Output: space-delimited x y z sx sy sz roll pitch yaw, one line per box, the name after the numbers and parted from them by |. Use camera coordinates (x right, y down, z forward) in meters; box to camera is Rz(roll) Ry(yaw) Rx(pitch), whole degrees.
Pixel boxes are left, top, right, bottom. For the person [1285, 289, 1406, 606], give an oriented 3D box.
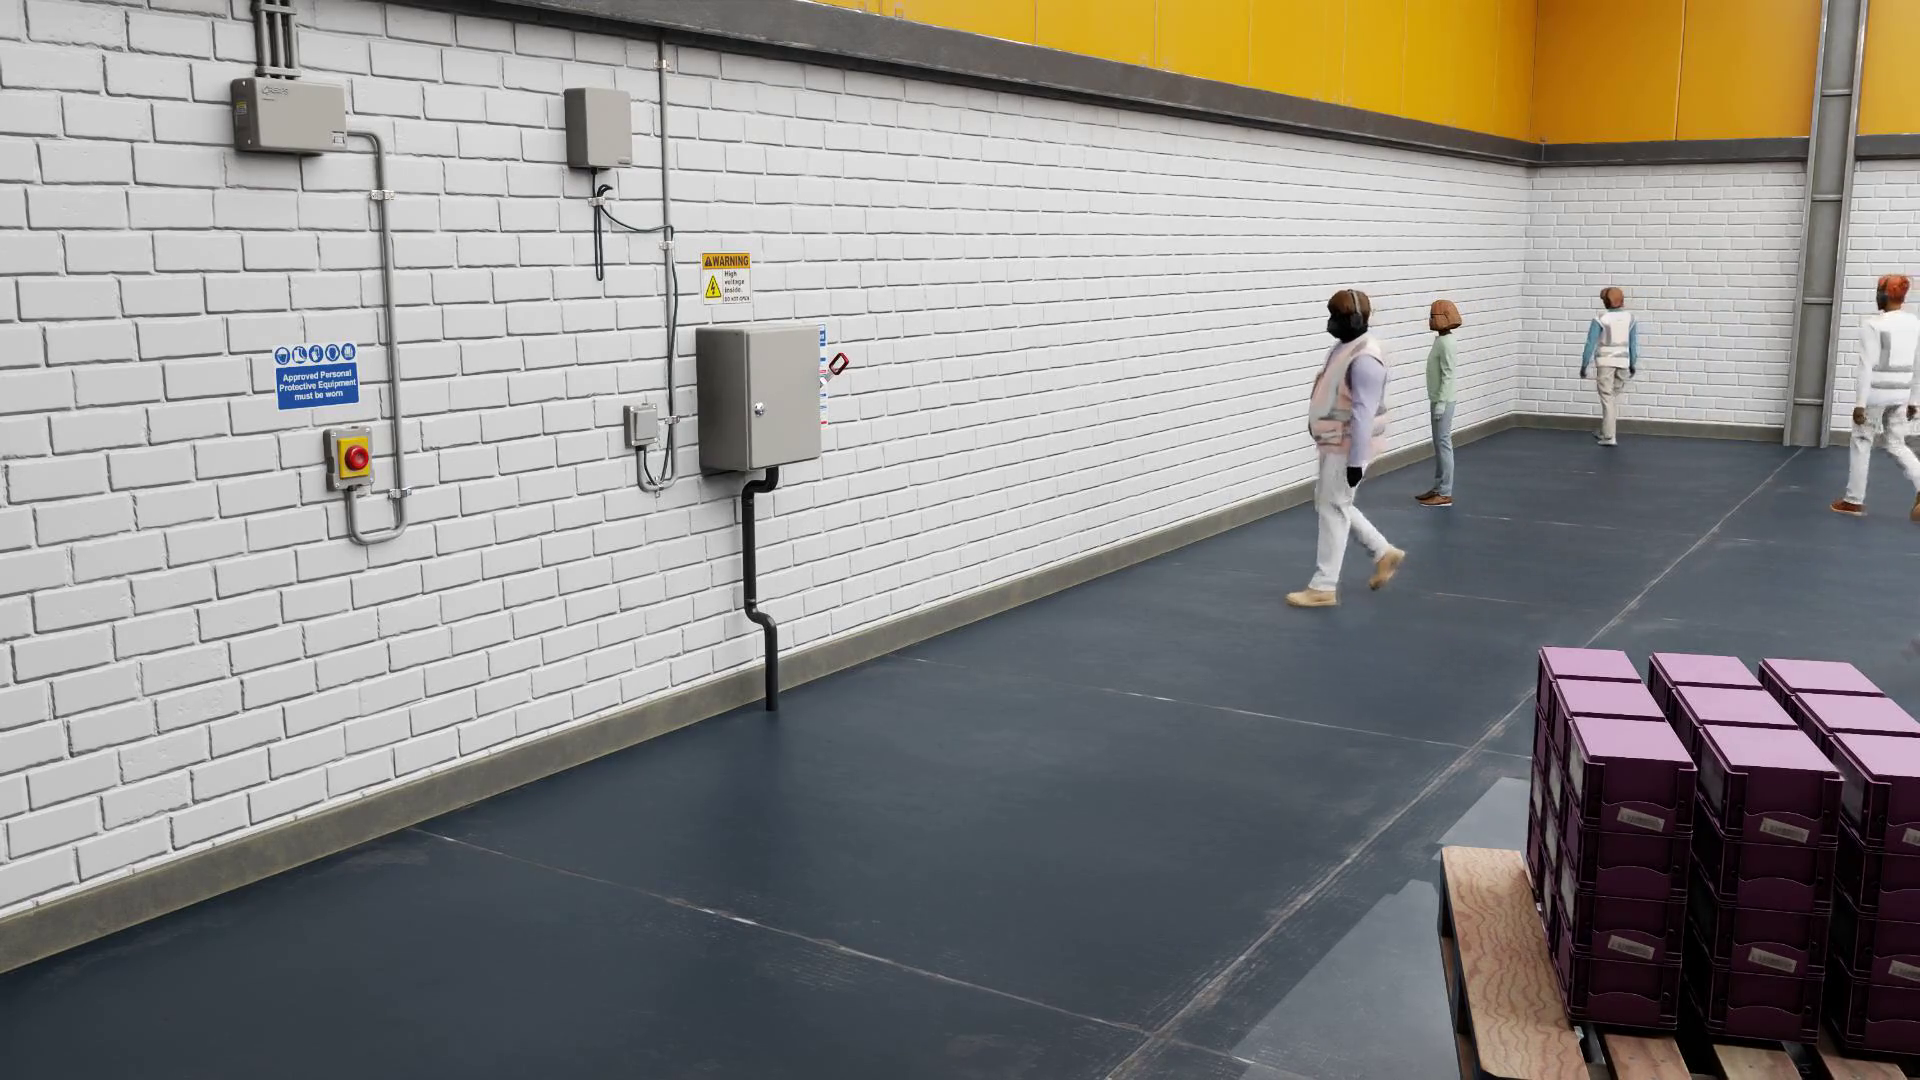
2.243 -0.525 9.566 0.667 1.826 0.664 0 10 2 | person

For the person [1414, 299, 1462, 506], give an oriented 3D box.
3.806 -1.085 13.208 0.279 1.634 0.499 2 10 10 | person

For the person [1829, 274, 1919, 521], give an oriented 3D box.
6.981 -1.058 12.460 0.577 1.860 0.820 -3 11 -15 | person

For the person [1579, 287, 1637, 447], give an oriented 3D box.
6.612 -1.786 17.101 0.545 1.615 0.659 -3 11 -14 | person
